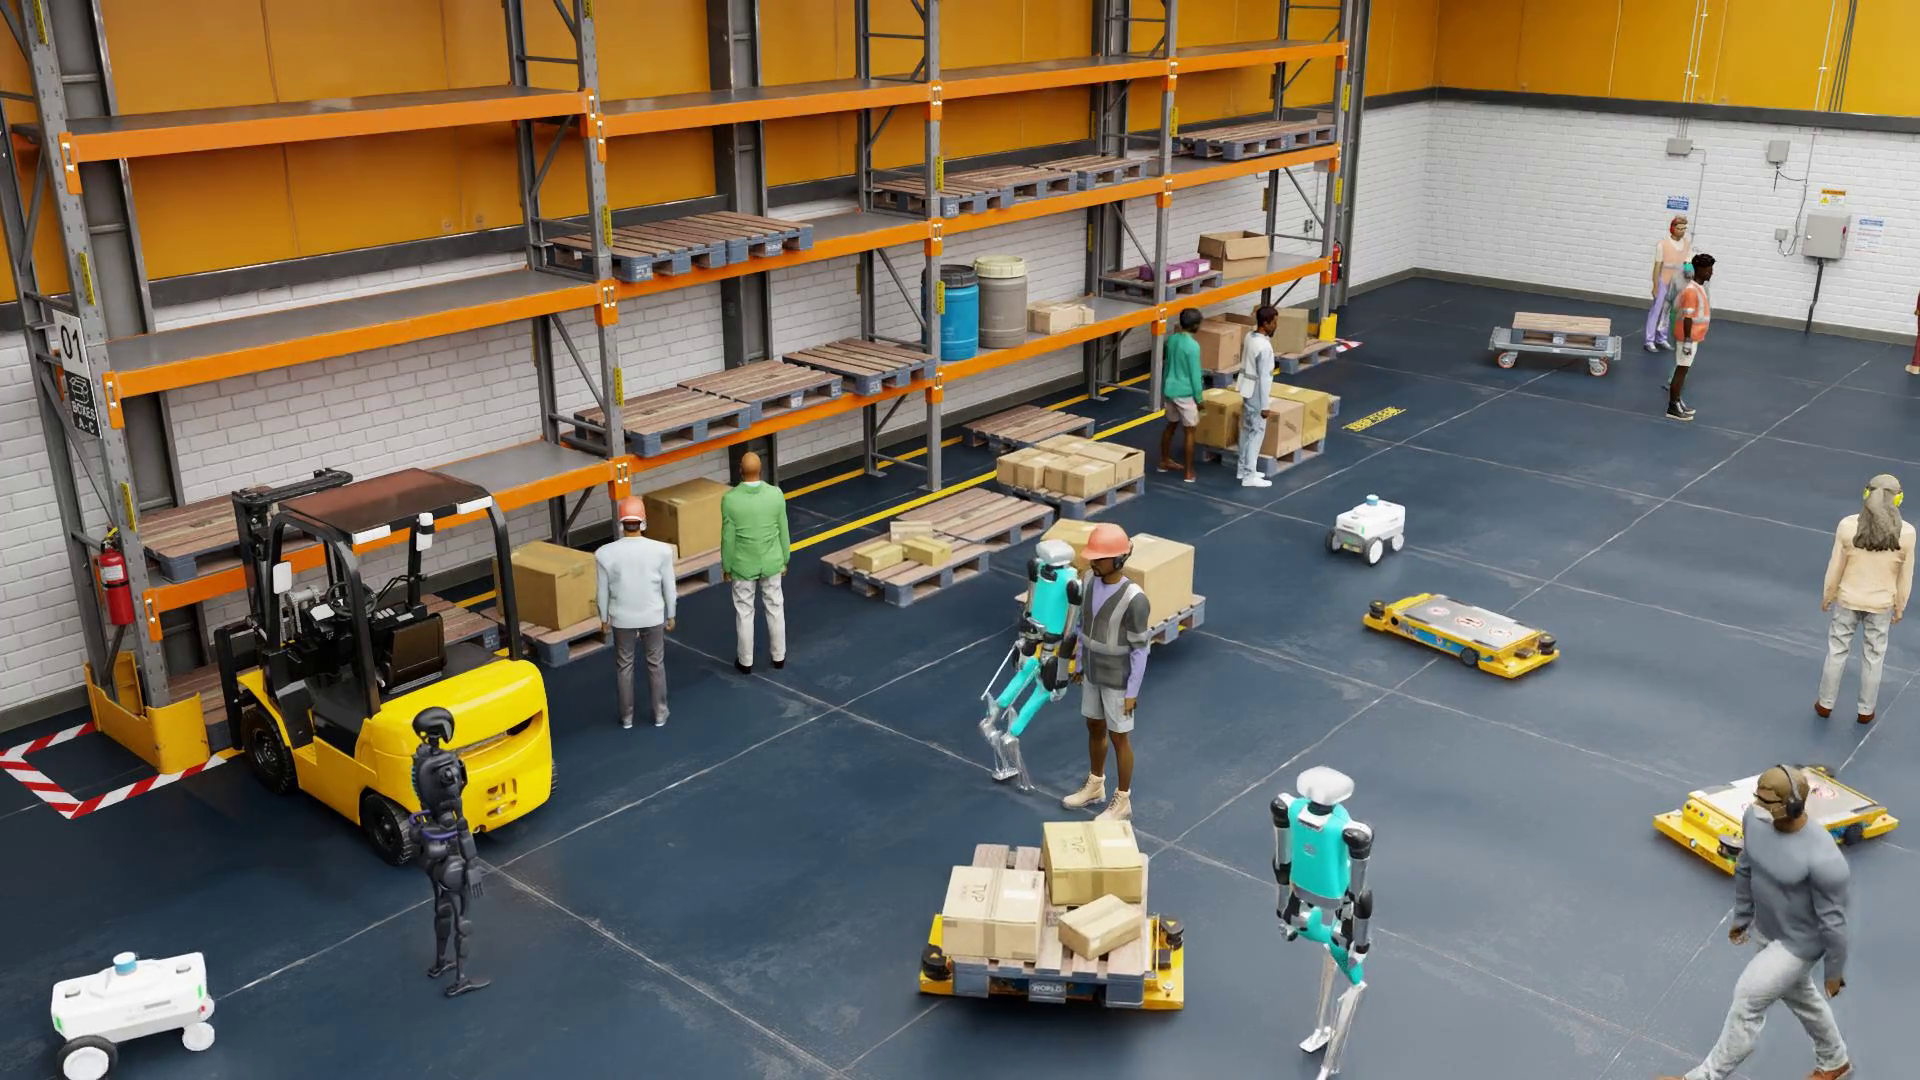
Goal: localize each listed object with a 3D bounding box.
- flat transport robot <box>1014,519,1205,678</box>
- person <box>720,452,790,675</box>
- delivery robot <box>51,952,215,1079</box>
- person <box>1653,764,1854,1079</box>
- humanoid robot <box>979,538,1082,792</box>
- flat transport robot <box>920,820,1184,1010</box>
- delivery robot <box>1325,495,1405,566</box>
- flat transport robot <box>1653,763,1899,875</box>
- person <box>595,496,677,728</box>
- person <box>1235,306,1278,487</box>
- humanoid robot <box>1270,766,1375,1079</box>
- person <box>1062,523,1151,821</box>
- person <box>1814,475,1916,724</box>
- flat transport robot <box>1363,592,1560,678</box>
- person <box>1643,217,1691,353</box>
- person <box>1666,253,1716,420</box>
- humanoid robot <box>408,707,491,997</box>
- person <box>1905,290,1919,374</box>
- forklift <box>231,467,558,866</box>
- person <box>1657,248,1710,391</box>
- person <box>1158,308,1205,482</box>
[{"bbox_3d":[1.207,0.758,13.498,0.659,0.231,1.431,16,26,37],"label":"flat transport robot"},{"bbox_3d":[-1.582,0.180,12.878,0.549,1.783,0.384,-7,21,-19],"label":"person"},{"bbox_3d":[-4.280,2.413,8.593,0.790,0.589,0.499,-9,22,-22],"label":"delivery robot"},{"bbox_3d":[4.014,1.921,8.050,1.056,1.877,0.625,-1,20,-4],"label":"person"},{"bbox_3d":[0.421,0.907,11.020,0.757,1.809,0.562,-14,24,-32],"label":"humanoid robot"},{"bbox_3d":[0.528,2.311,9.288,1.431,0.231,0.659,2,20,7],"label":"flat transport robot"},{"bbox_3d":[3.799,-0.123,15.442,0.754,0.575,0.499,-17,26,-39],"label":"delivery robot"},{"bbox_3d":[5.263,1.785,10.714,1.431,0.231,0.659,-9,22,-22],"label":"flat transport robot"},{"bbox_3d":[-2.326,0.523,12.008,0.571,1.740,0.352,-4,21,-11],"label":"person"},{"bbox_3d":[3.067,-1.489,17.225,0.400,1.909,0.598,-3,20,-7],"label":"person"},{"bbox_3d":[1.908,1.878,8.352,0.533,1.784,0.760,18,27,40],"label":"humanoid robot"},{"bbox_3d":[0.928,0.861,10.662,0.371,2.043,0.612,-14,24,-32],"label":"person"},{"bbox_3d":[6.551,0.439,12.046,0.553,1.876,0.403,10,23,26],"label":"person"},{"bbox_3d":[4.067,0.744,13.535,0.659,0.231,1.431,-16,25,-36],"label":"flat transport robot"},{"bbox_3d":[9.674,-3.497,22.749,0.564,1.844,0.382,-9,22,-23],"label":"person"},{"bbox_3d":[8.628,-2.413,19.641,0.361,1.964,0.612,11,23,27],"label":"person"},{"bbox_3d":[-2.781,1.660,9.016,0.325,1.654,0.601,-16,26,-37],"label":"humanoid robot"},{"bbox_3d":[12.656,-3.020,21.568,0.476,1.767,0.363,3,21,9],"label":"person"},{"bbox_3d":[-3.730,0.710,10.856,2.313,2.155,1.214,17,26,38],"label":"forklift"},{"bbox_3d":[9.103,-2.793,20.943,0.546,1.789,0.955,18,27,40],"label":"person"},{"bbox_3d":[2.313,-1.531,17.443,0.457,1.838,0.535,-10,22,-25],"label":"person"}]
